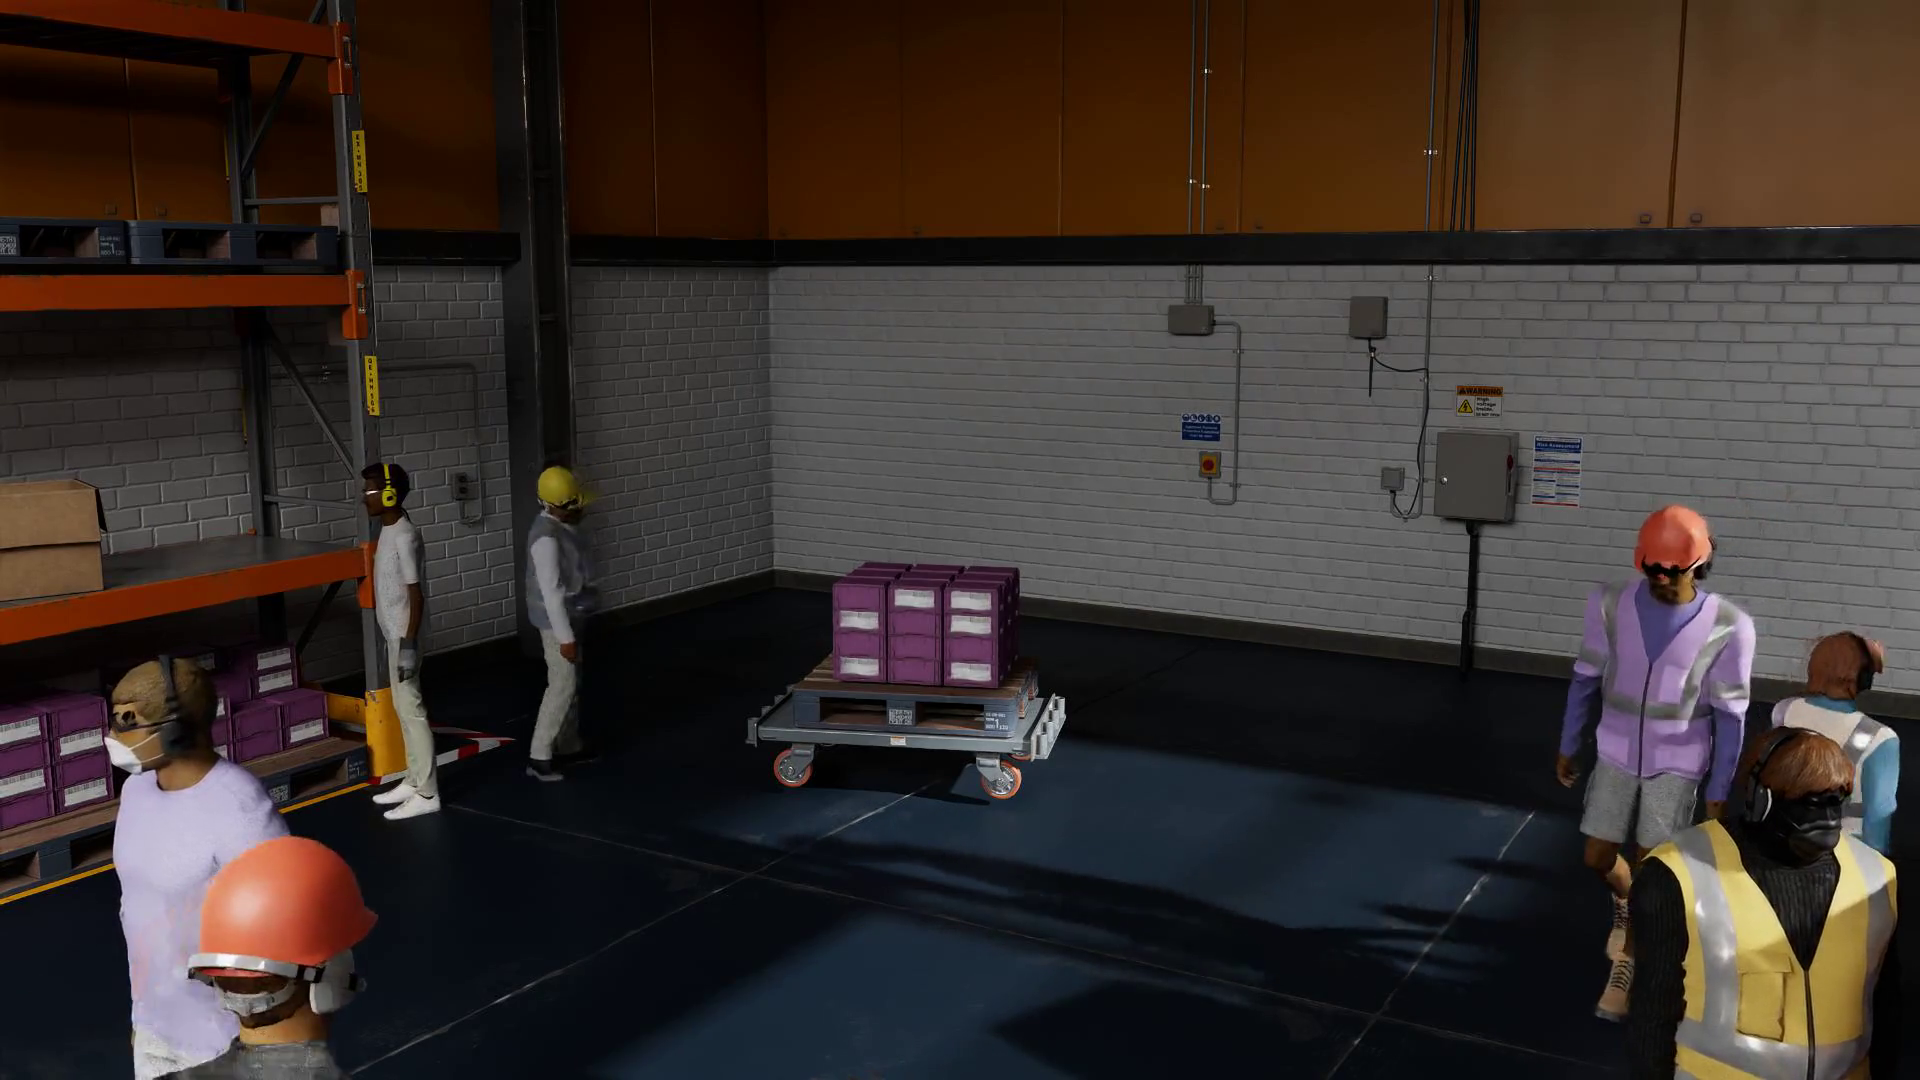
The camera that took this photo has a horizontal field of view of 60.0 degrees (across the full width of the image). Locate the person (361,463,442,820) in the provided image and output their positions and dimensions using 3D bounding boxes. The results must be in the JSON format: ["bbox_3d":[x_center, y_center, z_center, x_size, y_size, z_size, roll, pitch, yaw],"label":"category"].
[{"bbox_3d":[-2.932,0.522,8.703,0.309,1.868,0.534,-5,10,-27],"label":"person"}]

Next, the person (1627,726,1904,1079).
[{"bbox_3d":[1.851,1.320,3.836,0.627,1.837,0.428,0,9,1],"label":"person"}]

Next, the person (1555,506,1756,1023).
[{"bbox_3d":[2.640,0.831,6.343,0.681,2.003,0.662,7,12,38],"label":"person"}]

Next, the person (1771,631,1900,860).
[{"bbox_3d":[2.972,1.114,5.811,0.743,1.614,0.530,-4,10,-22],"label":"person"}]

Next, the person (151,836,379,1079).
[{"bbox_3d":[-1.070,1.458,2.572,0.612,1.965,0.877,3,10,19],"label":"person"}]

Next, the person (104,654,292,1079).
[{"bbox_3d":[-1.858,1.224,4.105,0.635,1.936,0.354,7,11,36],"label":"person"}]

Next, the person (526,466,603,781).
[{"bbox_3d":[-2.249,0.456,9.408,0.421,1.782,0.671,-1,9,-7],"label":"person"}]
